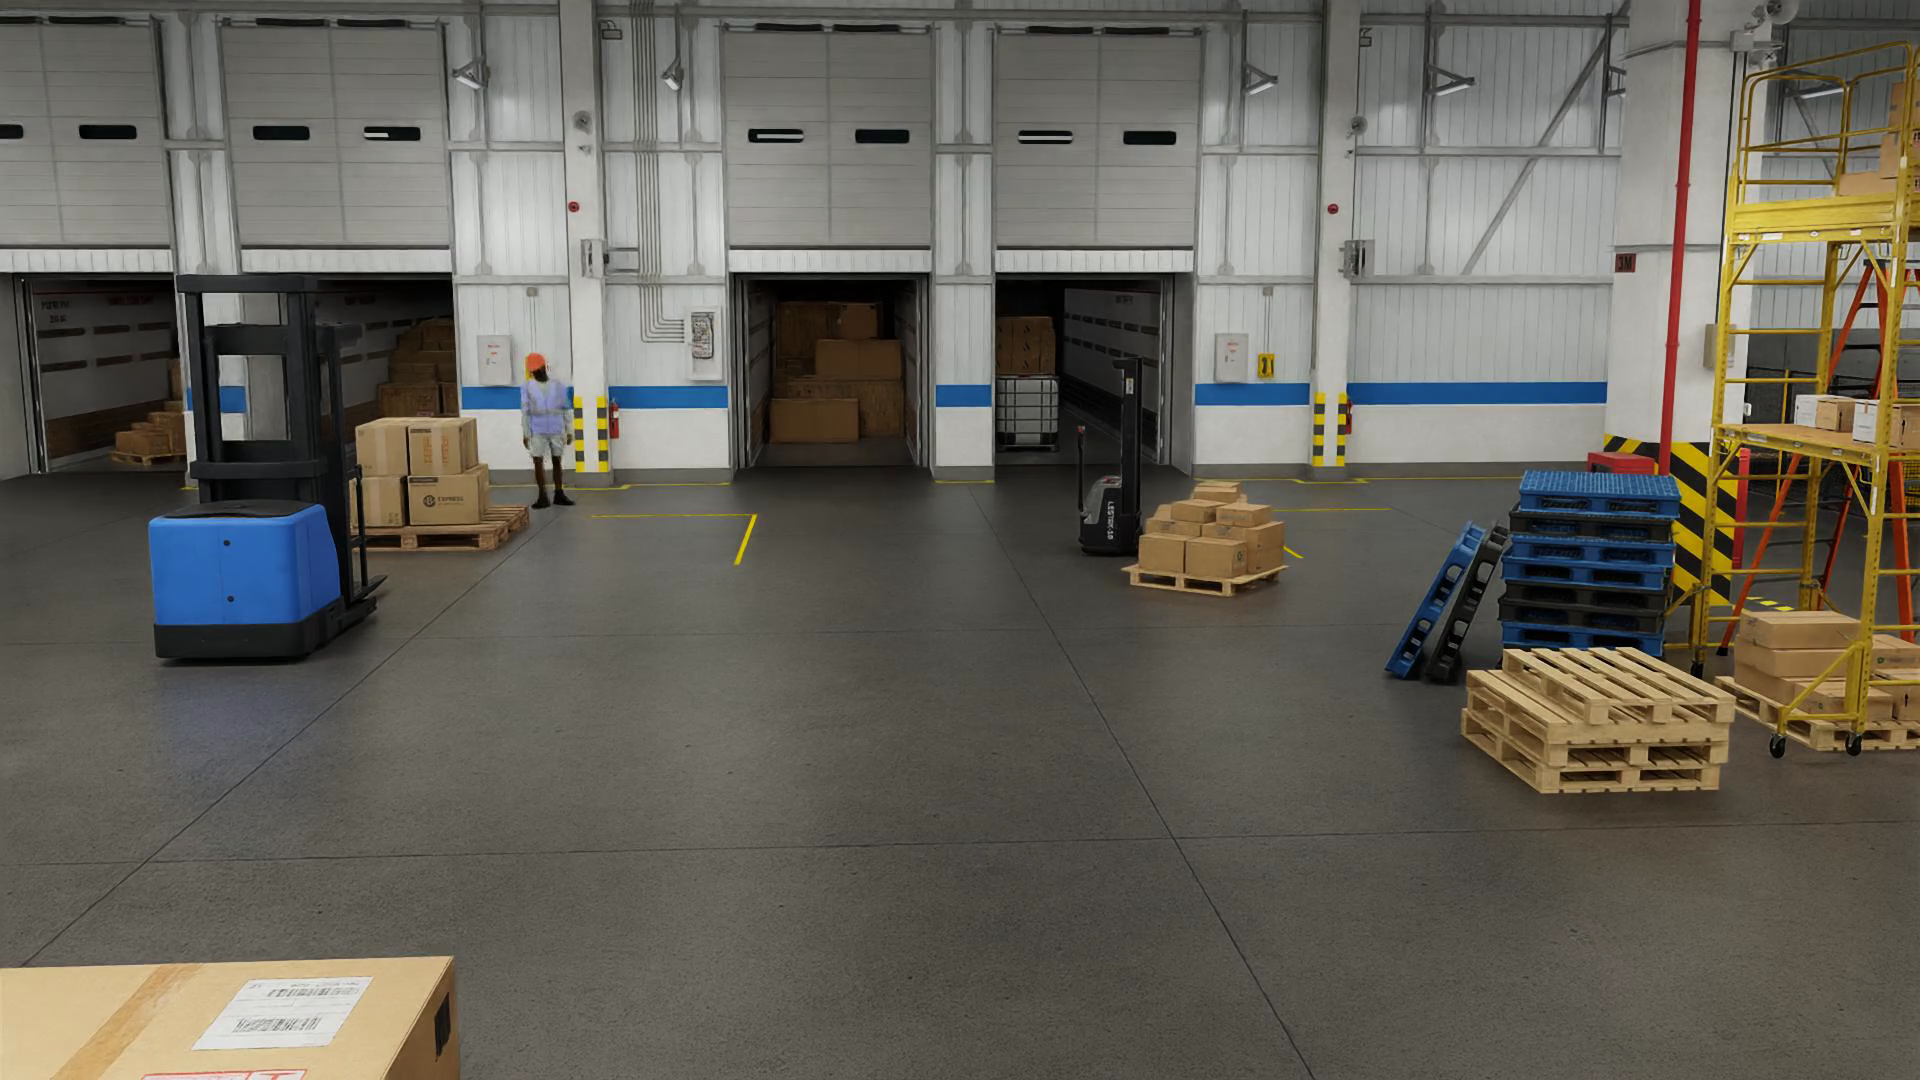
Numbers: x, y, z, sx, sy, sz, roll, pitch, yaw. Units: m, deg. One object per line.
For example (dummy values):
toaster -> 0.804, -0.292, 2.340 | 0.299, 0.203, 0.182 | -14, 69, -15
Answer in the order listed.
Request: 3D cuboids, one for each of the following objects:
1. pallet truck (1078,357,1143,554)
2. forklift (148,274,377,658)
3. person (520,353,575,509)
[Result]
pallet truck -> 2.088, -0.836, 16.757 | 1.885, 1.965, 0.823 | 2, 9, 13
forklift -> -5.348, -0.627, 12.681 | 1.129, 2.768, 1.873 | -1, 9, -4
person -> -4.993, -1.321, 20.160 | 0.628, 1.891, 0.492 | -3, 10, -20
